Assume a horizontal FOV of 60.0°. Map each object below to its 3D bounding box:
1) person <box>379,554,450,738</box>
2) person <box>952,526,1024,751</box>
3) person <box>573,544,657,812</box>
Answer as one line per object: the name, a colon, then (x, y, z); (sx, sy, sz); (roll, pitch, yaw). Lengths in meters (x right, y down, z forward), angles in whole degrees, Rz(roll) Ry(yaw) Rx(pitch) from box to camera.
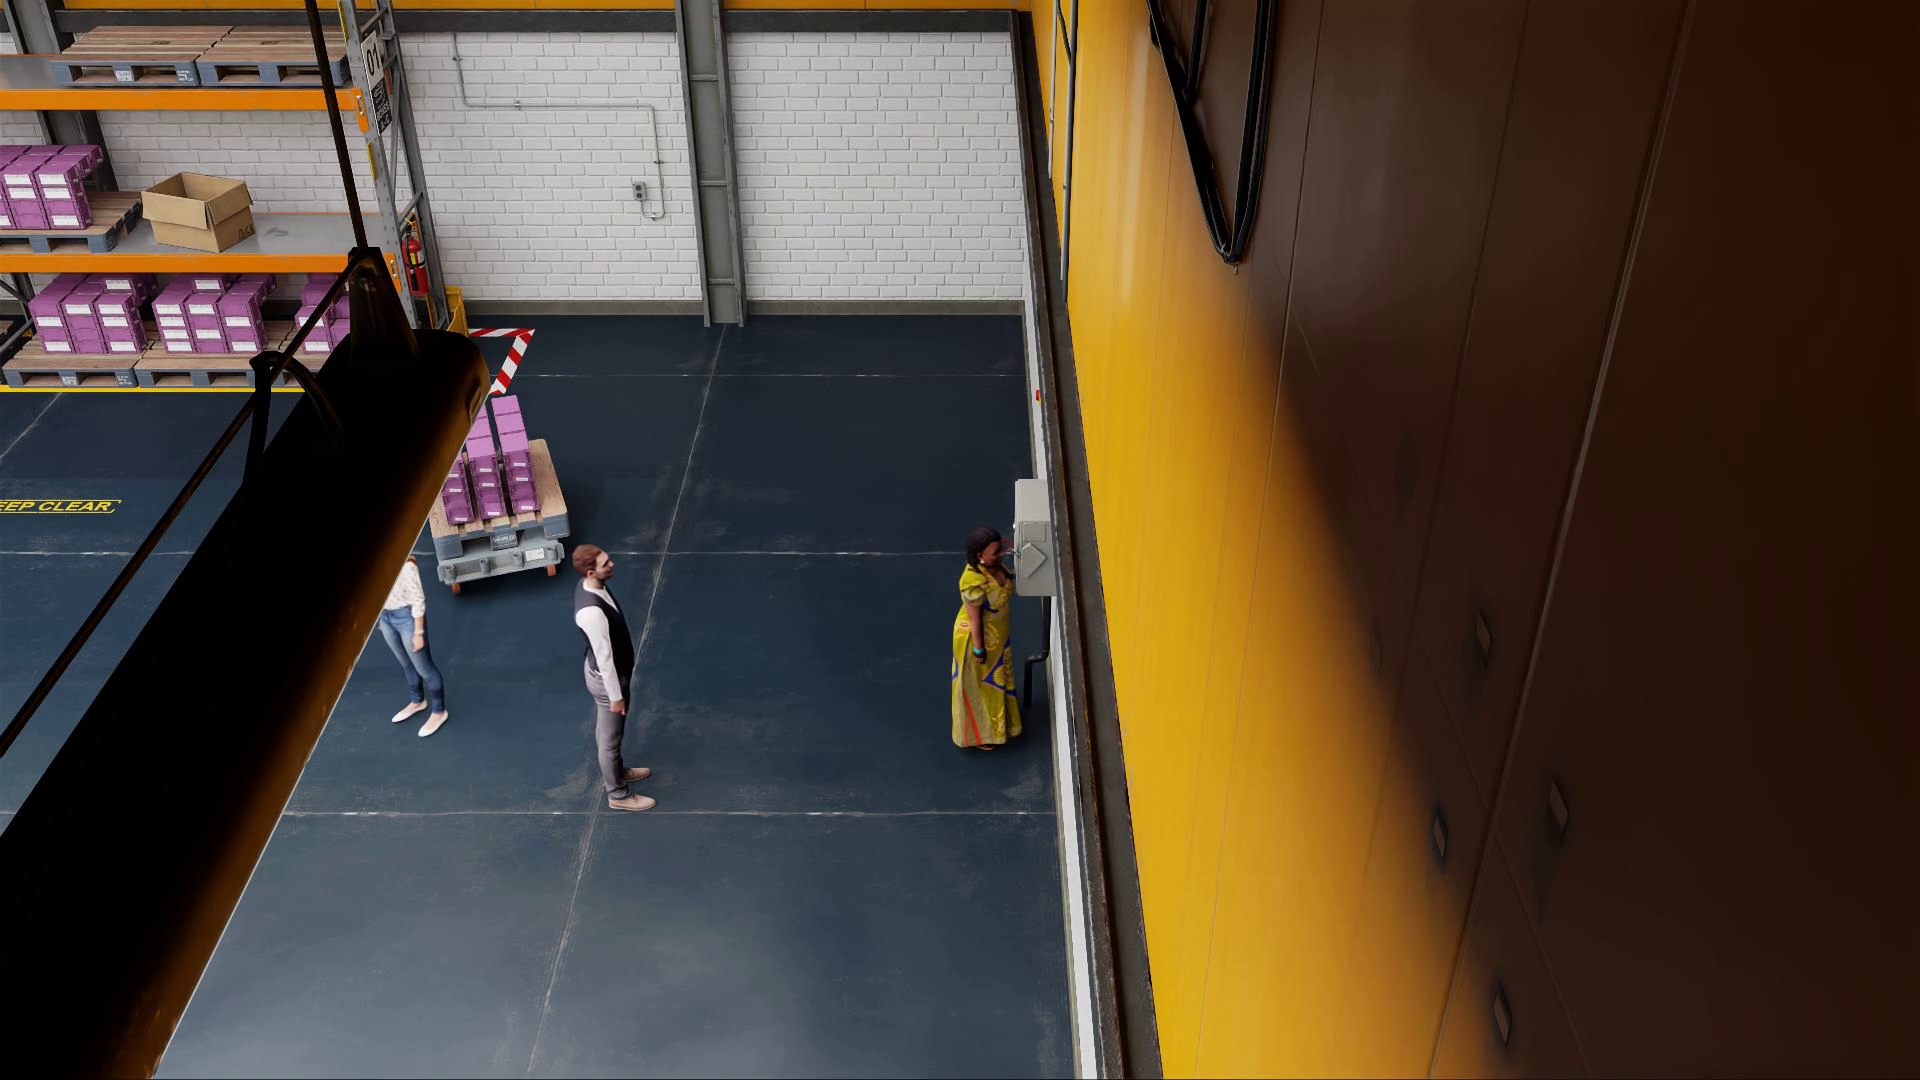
person: (-3.689, 0.519, 11.041); (0.623, 1.728, 0.712); (23, 40, 30)
person: (0.150, 0.616, 10.956); (0.879, 1.661, 0.932); (8, 34, 12)
person: (-2.204, 0.834, 10.377); (0.640, 1.938, 0.710); (-7, 34, -10)
